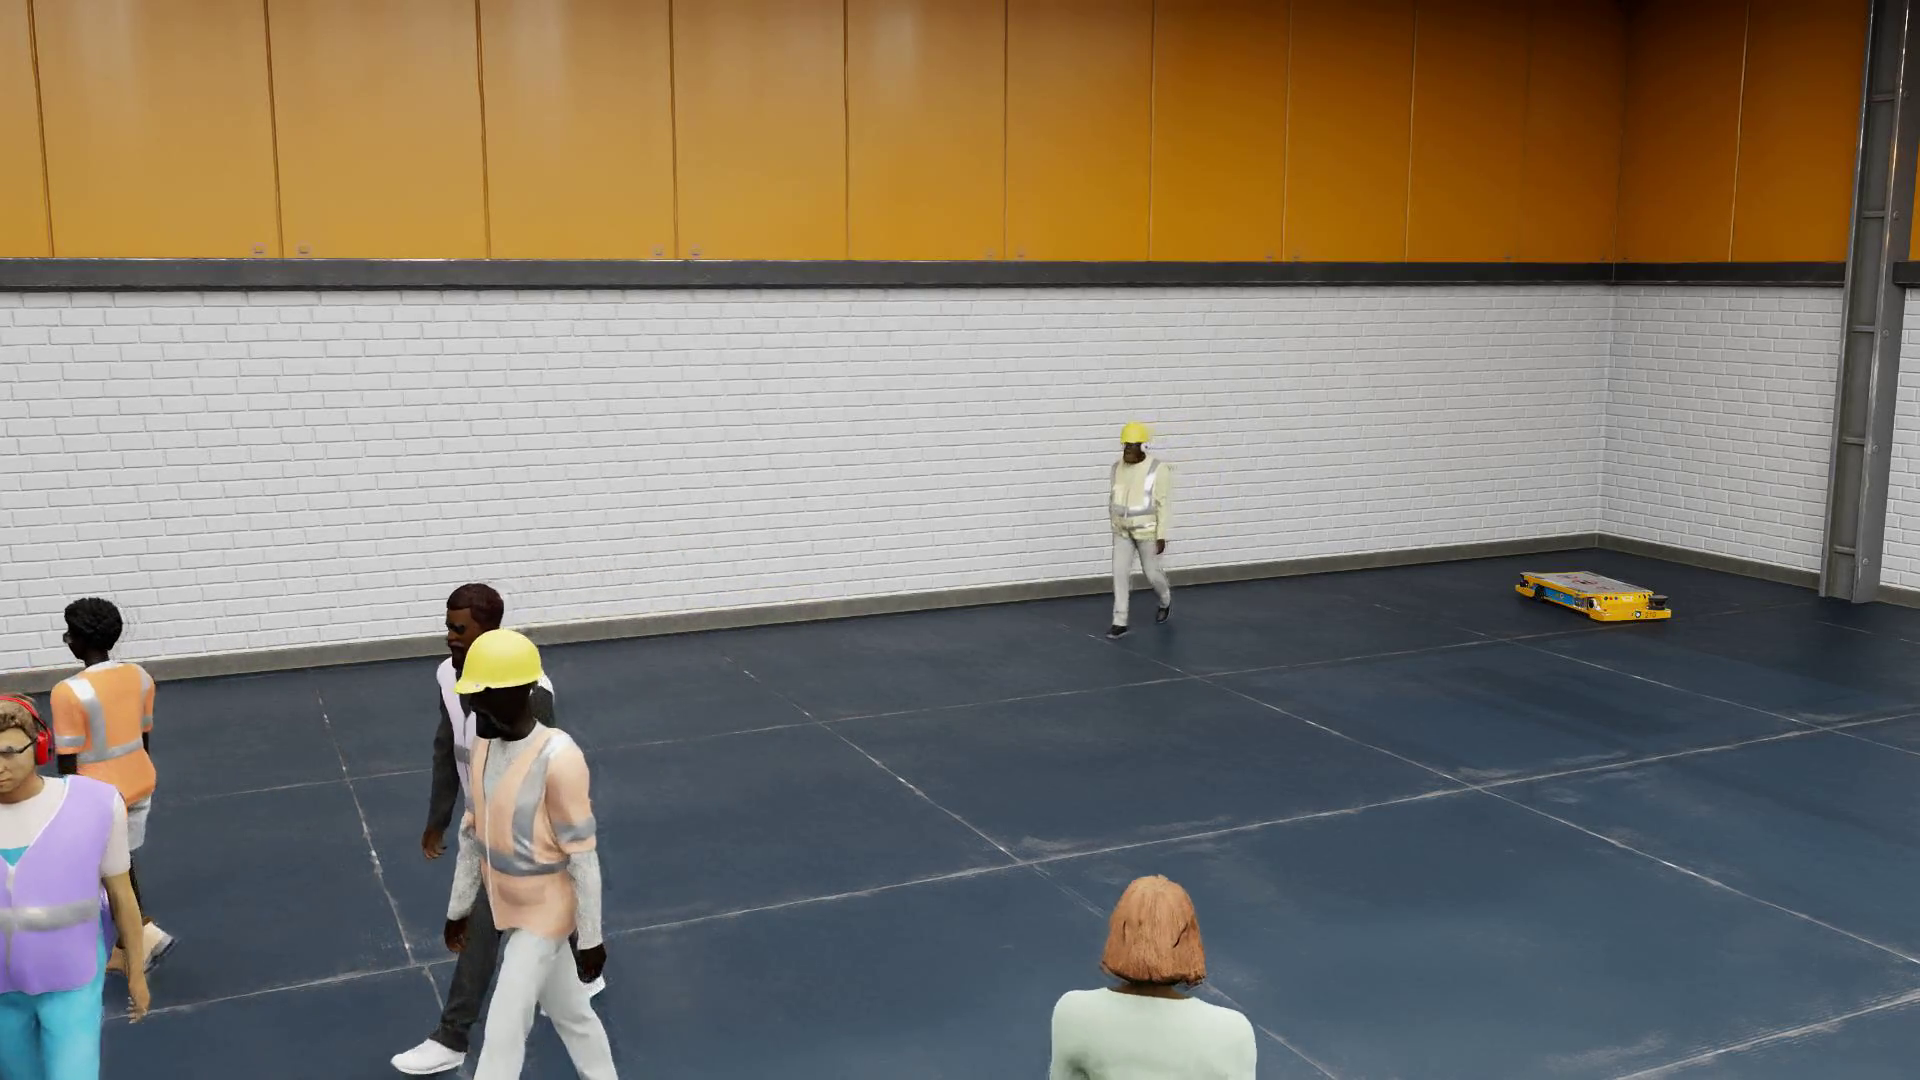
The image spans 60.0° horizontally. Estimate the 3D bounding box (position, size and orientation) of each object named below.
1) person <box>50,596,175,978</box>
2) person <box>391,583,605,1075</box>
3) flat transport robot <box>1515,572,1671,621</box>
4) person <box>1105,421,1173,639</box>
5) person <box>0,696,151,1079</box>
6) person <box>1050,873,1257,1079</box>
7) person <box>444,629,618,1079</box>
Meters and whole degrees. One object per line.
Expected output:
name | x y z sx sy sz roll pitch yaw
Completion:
person | -3.568 1.072 7.019 0.431 1.679 0.543 2 9 13
person | -1.793 1.071 6.507 0.575 1.860 1.031 8 12 41
flat transport robot | 5.691 0.489 15.010 0.652 0.197 1.431 -2 9 -12
person | 1.522 -0.104 13.936 0.589 1.813 0.789 6 11 32
person | -2.736 1.359 4.850 0.591 1.798 0.918 -2 9 -15
person | 0.468 1.587 3.996 0.529 1.618 0.344 3 10 21
person | -1.509 1.224 5.467 0.982 1.872 0.608 -8 12 -40
